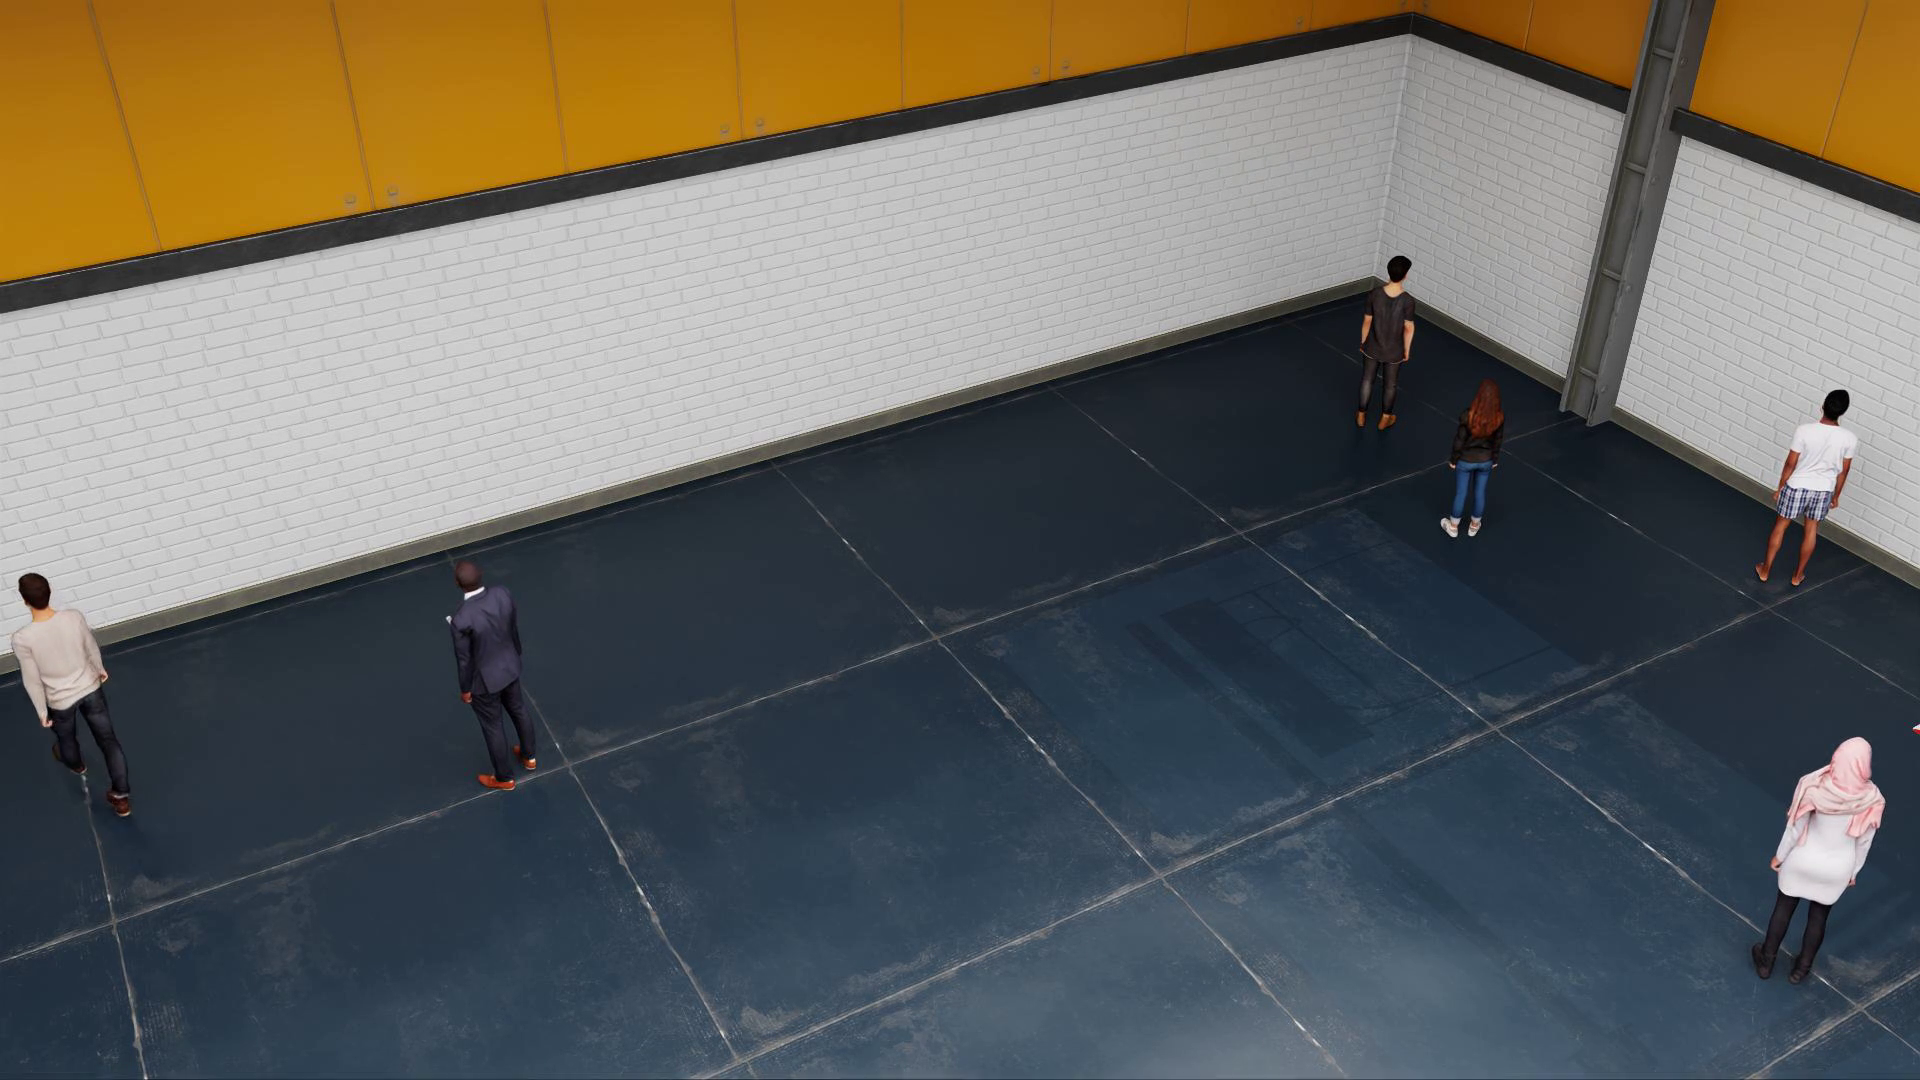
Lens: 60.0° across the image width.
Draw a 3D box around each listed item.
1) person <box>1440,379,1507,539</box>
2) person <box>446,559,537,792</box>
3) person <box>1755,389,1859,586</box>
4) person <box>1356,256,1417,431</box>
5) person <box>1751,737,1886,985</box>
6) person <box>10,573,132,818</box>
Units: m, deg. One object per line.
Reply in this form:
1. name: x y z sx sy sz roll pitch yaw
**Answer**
1. person: 4.316 -0.687 13.920 0.638 1.484 0.654 -1 34 -1
2. person: -3.157 0.898 11.228 0.764 1.823 0.779 20 39 27
3. person: 6.774 -0.410 13.277 0.679 1.734 0.762 12 35 17
4. person: 3.945 -1.830 15.429 0.675 1.716 0.772 15 36 21
5. person: 5.033 1.889 9.756 0.711 1.803 0.792 12 36 18
6. person: -5.806 1.068 10.968 1.191 1.828 0.892 27 42 35
